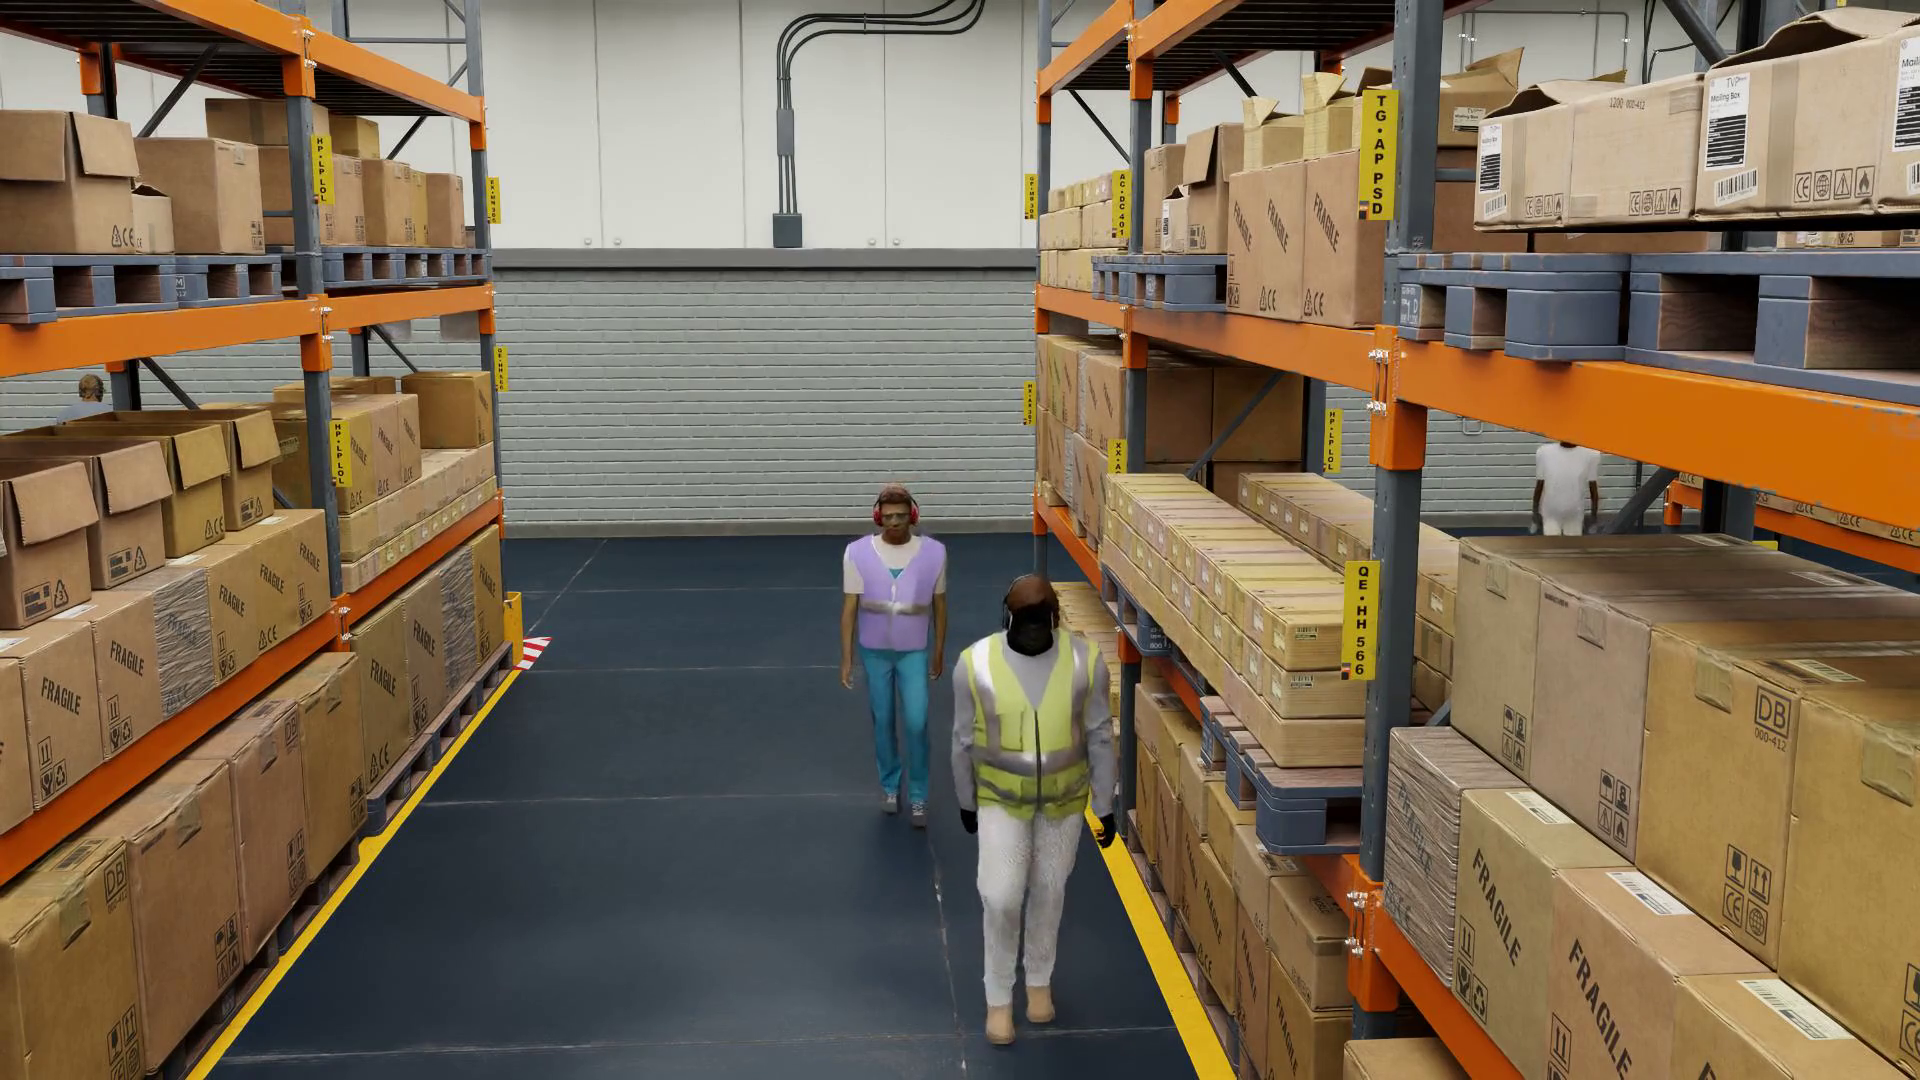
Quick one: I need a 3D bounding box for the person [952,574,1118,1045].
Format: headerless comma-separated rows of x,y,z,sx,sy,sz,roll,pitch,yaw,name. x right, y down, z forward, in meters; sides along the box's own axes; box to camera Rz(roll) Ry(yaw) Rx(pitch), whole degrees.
0.297,1.043,6.464,0.628,1.820,0.640,-1,10,-6,person

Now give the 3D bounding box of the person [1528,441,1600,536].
4.896,-0.172,13.528,0.520,1.854,0.498,4,10,21,person

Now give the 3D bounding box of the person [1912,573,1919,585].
7.167,0.003,11.995,0.601,2.019,0.613,-1,10,-4,person

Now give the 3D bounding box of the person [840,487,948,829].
-0.349,0.627,8.894,0.571,1.817,0.710,0,10,-1,person

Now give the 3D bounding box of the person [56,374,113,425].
-8.227,-0.614,15.877,0.627,1.934,0.370,-1,10,-8,person
